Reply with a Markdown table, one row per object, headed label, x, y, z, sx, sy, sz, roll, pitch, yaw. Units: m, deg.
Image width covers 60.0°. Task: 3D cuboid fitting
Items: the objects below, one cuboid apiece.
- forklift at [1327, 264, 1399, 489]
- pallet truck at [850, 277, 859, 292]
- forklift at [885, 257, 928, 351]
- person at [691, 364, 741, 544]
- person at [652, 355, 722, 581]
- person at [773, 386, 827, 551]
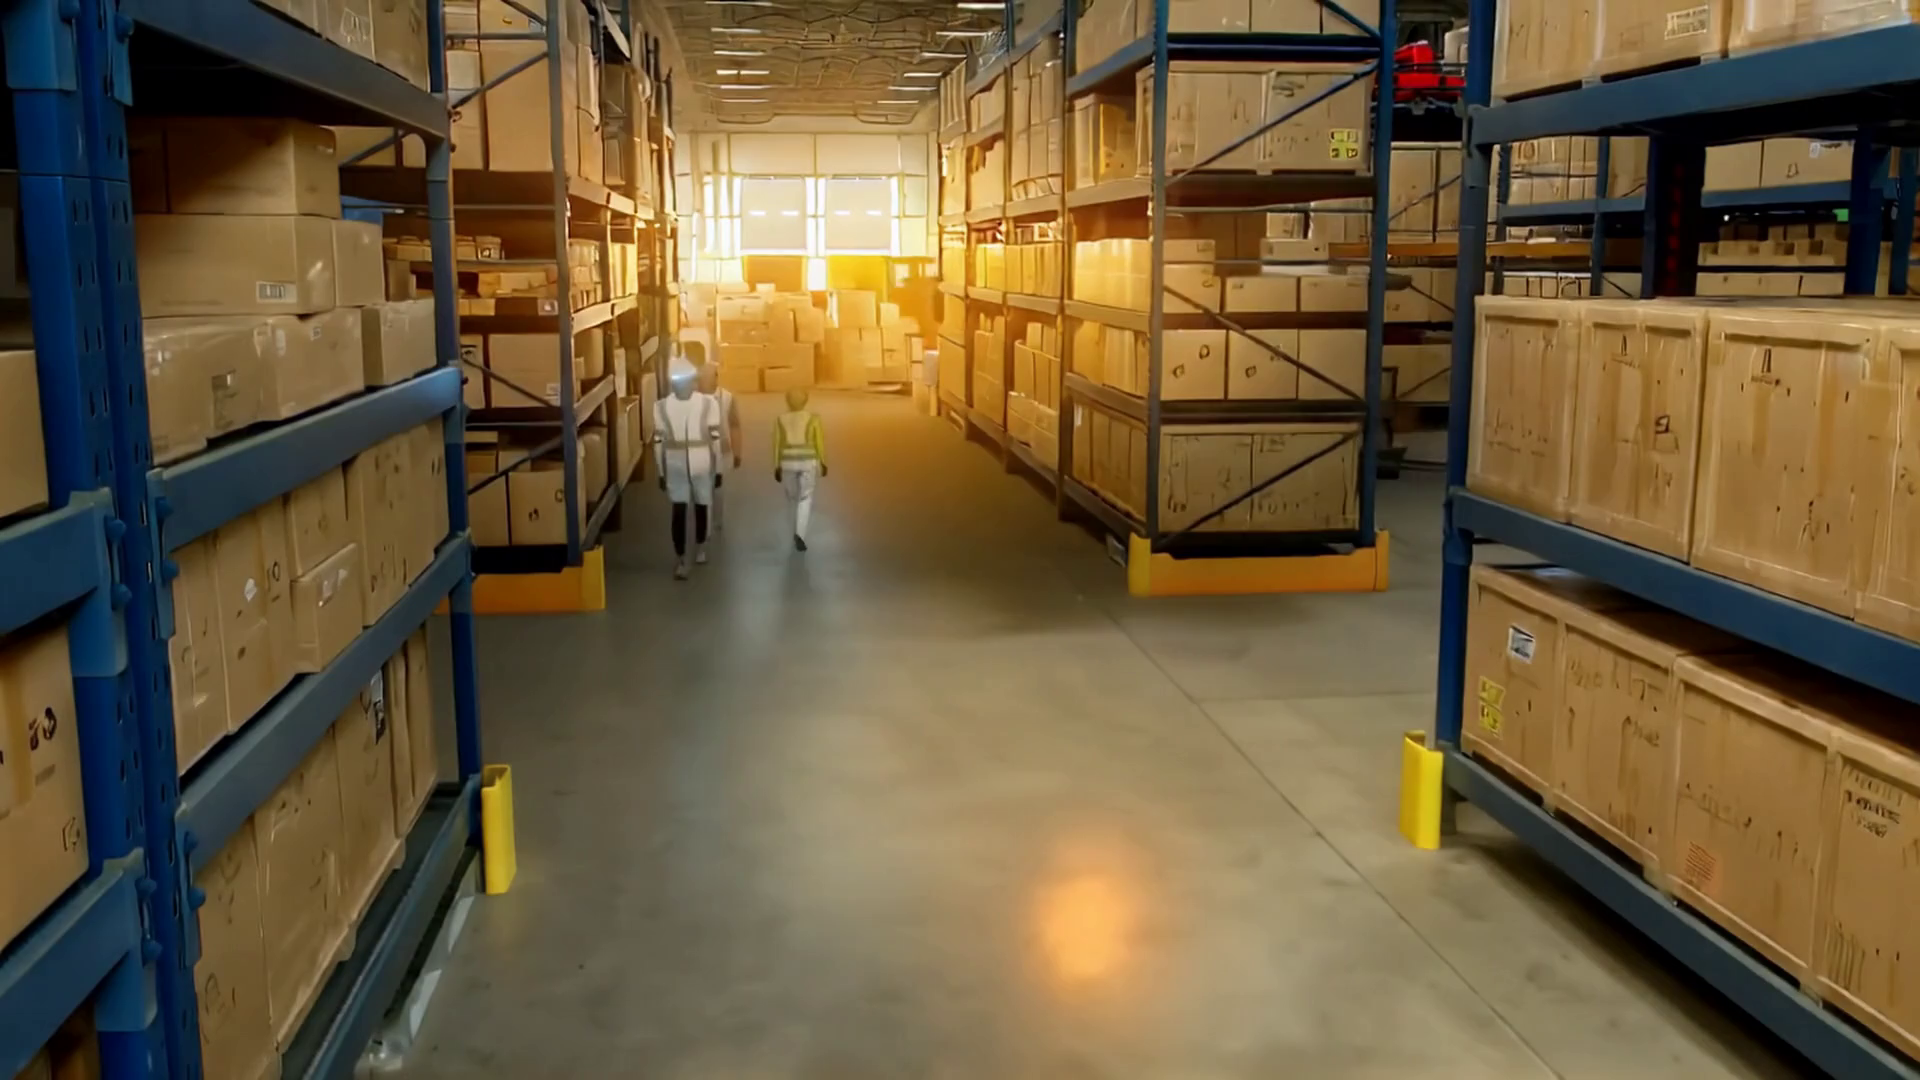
| label | x | y | z | sx | sy | sz | roll | pitch | yaw |
| --- | --- | --- | --- | --- | --- | --- | --- | --- | --- |
| forklift | 4.510 | -2.154 | 21.106 | 1.873 | 2.768 | 1.129 | 8 | 12 | 38 |
| pallet truck | -3.782 | -9.391 | 65.808 | 1.885 | 1.965 | 0.823 | 2 | 10 | 10 |
| forklift | -1.713 | -6.905 | 48.766 | 1.129 | 2.768 | 1.873 | 5 | 11 | 26 |
| person | -2.556 | -0.908 | 17.009 | 0.625 | 1.808 | 0.910 | -1 | 10 | -7 |
| person | -2.470 | -0.683 | 15.099 | 0.612 | 2.010 | 0.951 | -2 | 10 | -9 |
| person | -1.596 | -0.709 | 16.392 | 0.519 | 1.608 | 0.762 | 2 | 10 | 9 |
